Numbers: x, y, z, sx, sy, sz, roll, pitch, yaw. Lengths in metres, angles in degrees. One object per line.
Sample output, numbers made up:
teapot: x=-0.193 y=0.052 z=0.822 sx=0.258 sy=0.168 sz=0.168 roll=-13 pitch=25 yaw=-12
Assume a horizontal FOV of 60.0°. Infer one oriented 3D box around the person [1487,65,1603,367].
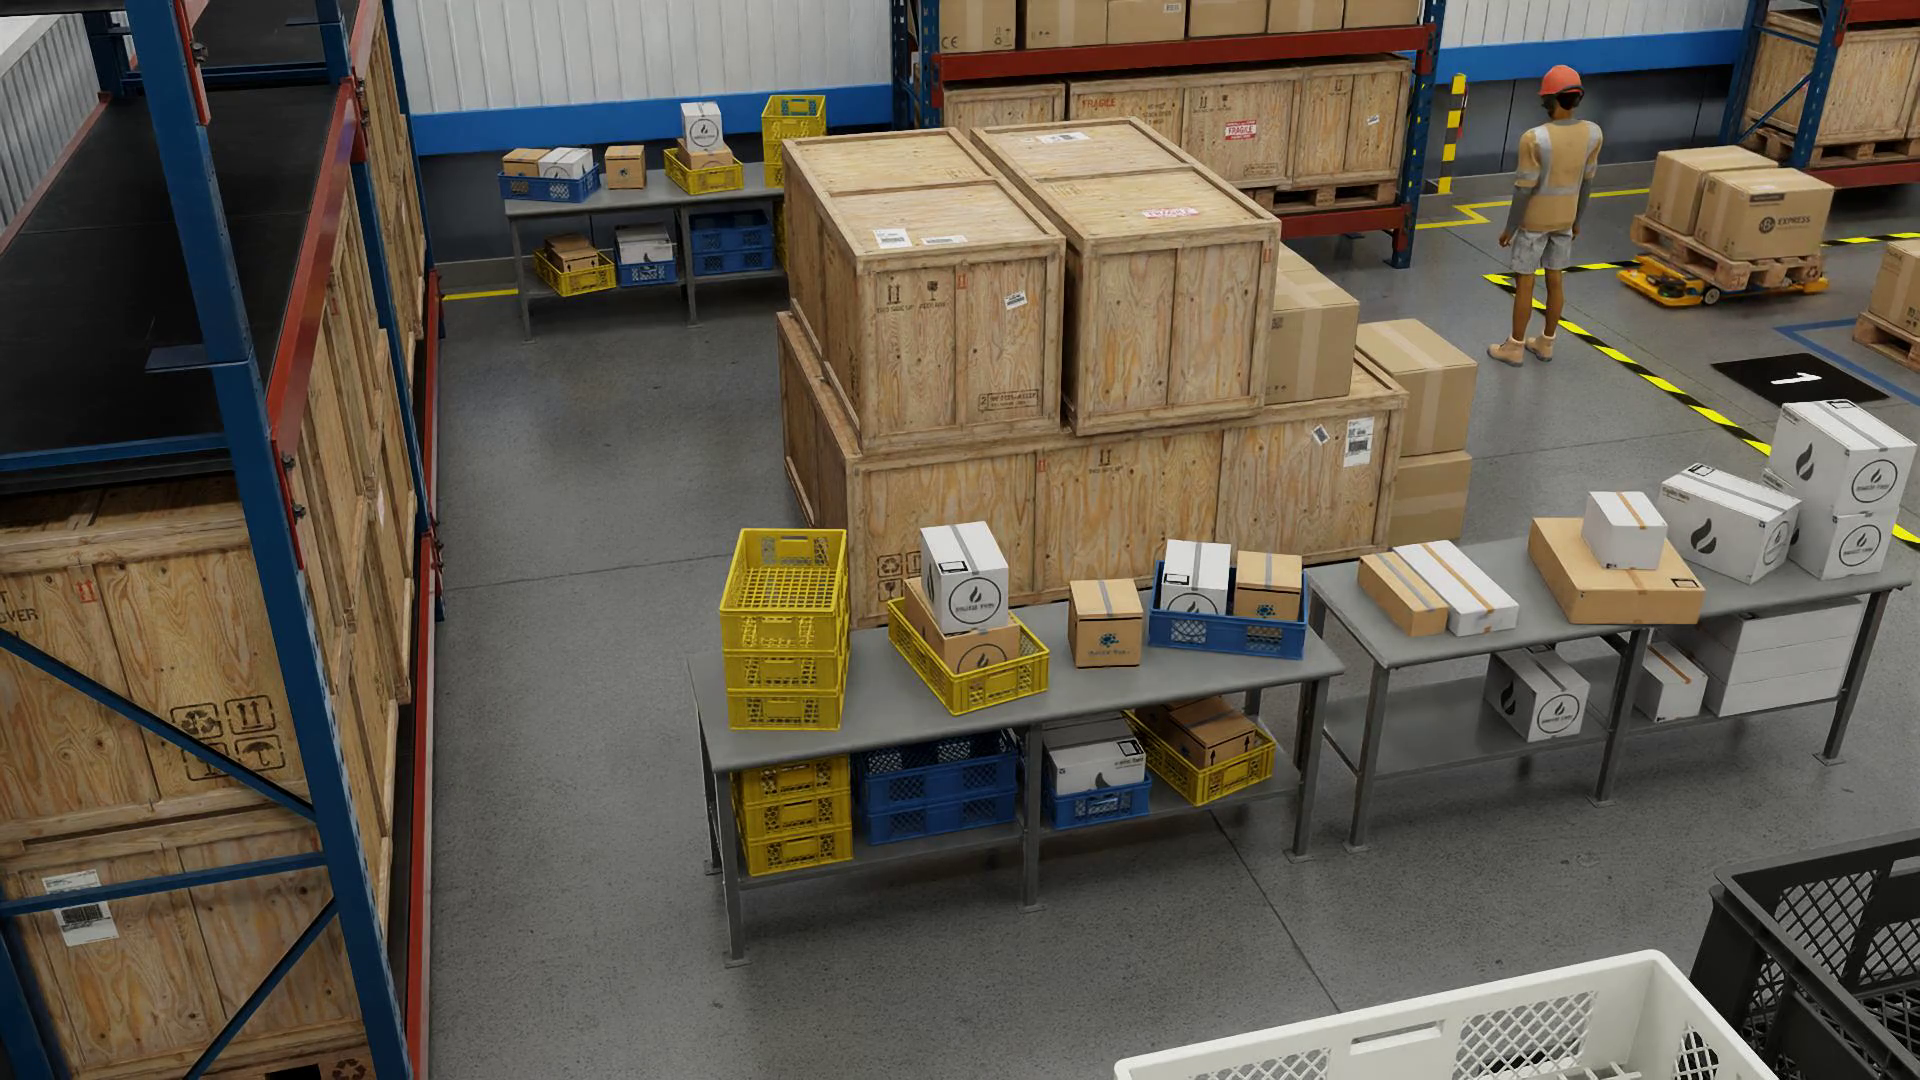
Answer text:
person: x=3.928 y=-2.163 z=11.216 sx=0.605 sy=2.034 sz=0.388 roll=-9 pitch=30 yaw=-15
